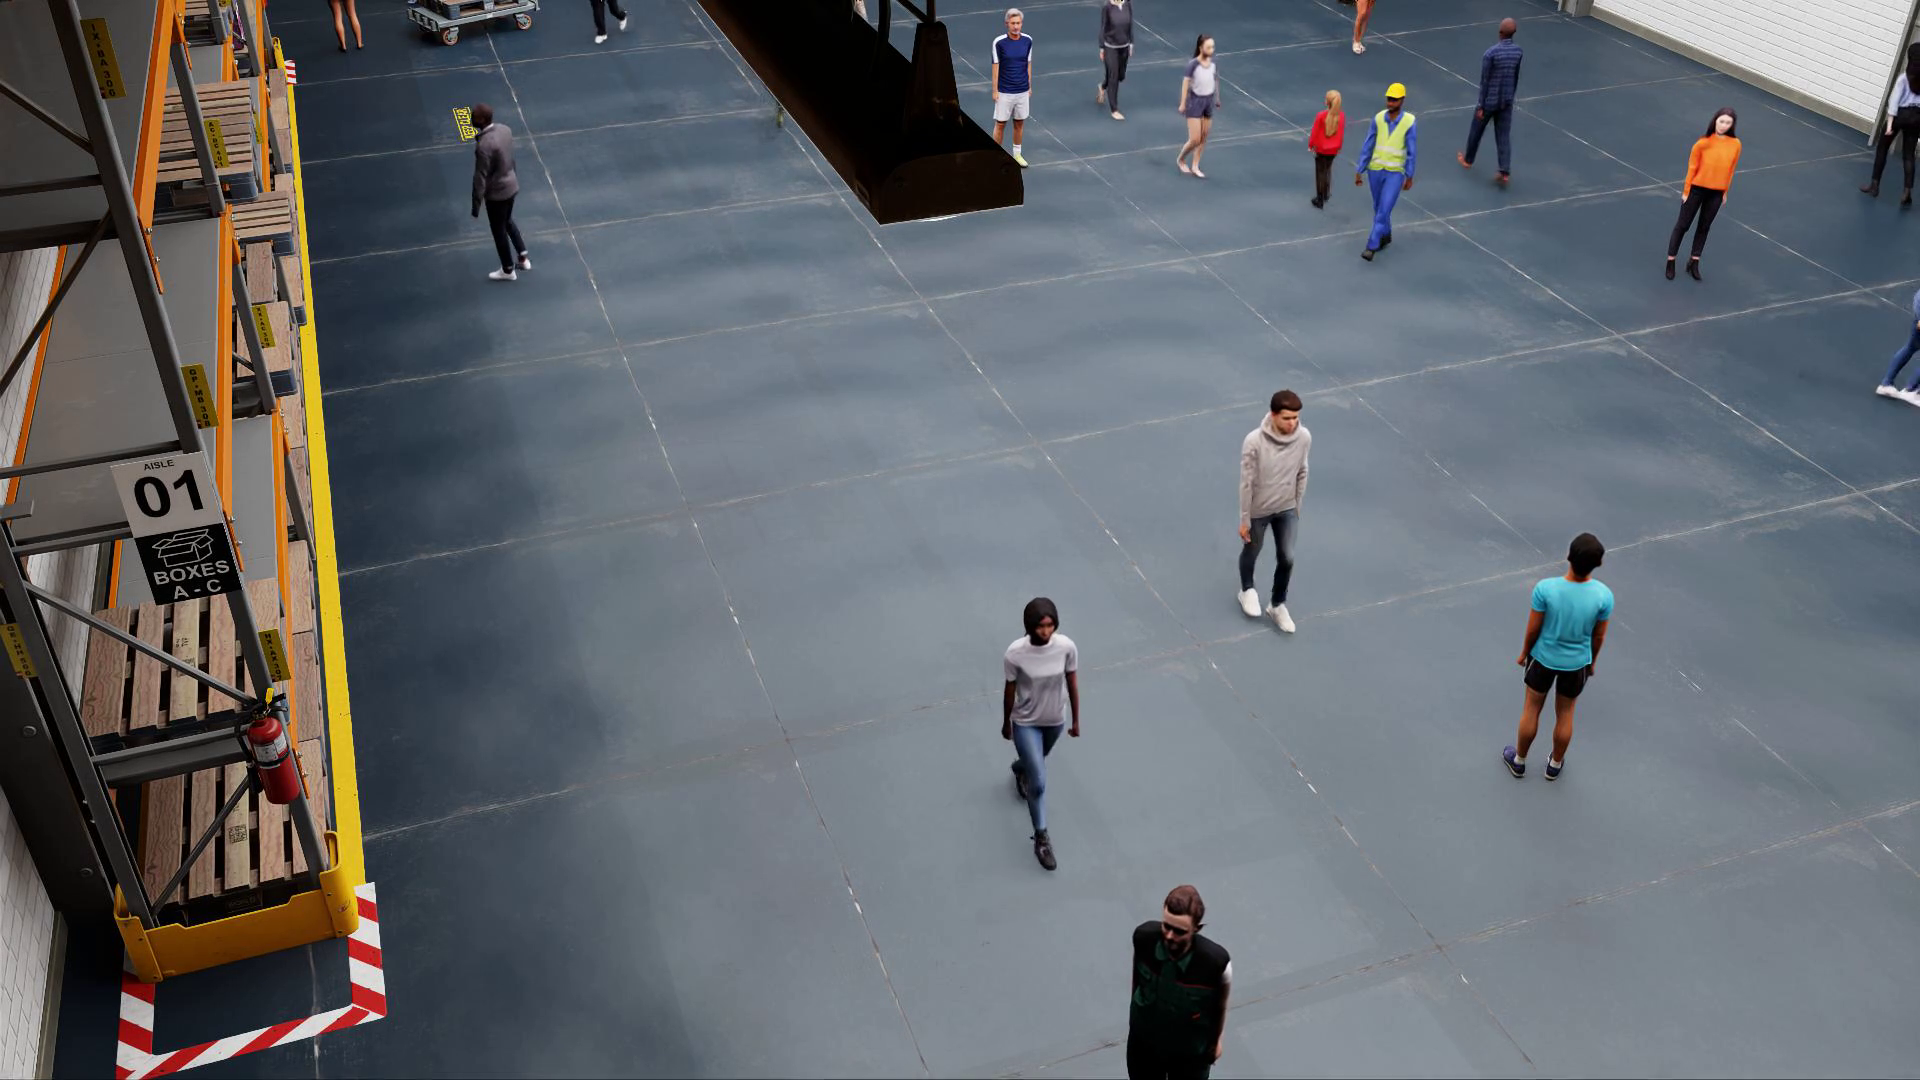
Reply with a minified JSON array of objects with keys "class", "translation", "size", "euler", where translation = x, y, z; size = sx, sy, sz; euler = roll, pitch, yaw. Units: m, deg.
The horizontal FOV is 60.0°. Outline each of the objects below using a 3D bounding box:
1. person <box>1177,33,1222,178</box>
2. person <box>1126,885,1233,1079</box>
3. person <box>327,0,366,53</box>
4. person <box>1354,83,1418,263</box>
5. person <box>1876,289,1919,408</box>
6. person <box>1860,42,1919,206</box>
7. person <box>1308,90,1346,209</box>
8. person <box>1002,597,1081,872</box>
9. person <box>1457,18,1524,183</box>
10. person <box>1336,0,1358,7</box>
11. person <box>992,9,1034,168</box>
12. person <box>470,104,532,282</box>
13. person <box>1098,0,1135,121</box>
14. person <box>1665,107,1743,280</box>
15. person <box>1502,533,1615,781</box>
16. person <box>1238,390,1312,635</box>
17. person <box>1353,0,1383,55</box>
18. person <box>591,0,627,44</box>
[{"class":"person","translation":[2.653,-4.918,18.792],"size":[0.680,1.637,0.670],"euler":[-22,39,-29]},{"class":"person","translation":[0.995,2.290,7.764],"size":[0.704,1.841,0.775],"euler":[16,37,23]},{"class":"person","translation":[-8.479,-7.516,22.662],"size":[0.574,1.679,0.563],"euler":[-13,36,-18]},{"class":"person","translation":[4.387,-3.769,16.935],"size":[1.153,1.778,1.122],"euler":[22,39,29]},{"class":"person","translation":[8.257,-2.000,14.335],"size":[0.839,1.709,0.782],"euler":[18,38,25]},{"class":"person","translation":[10.314,-4.501,18.089],"size":[0.764,1.720,0.901],"euler":[-3,34,-5]},{"class":"person","translation":[4.012,-4.235,18.097],"size":[0.511,1.269,0.549],"euler":[-9,35,-13]},{"class":"person","translation":[0.443,1.025,9.810],"size":[0.618,1.682,1.107],"euler":[-10,35,-14]},{"class":"person","translation":[6.051,-4.870,18.599],"size":[0.751,1.771,1.196],"euler":[-7,34,-11]},{"class":"person","translation":[5.811,-8.830,24.562],"size":[0.466,1.765,0.702],"euler":[26,42,34]},{"class":"person","translation":[0.592,-5.151,18.960],"size":[0.626,1.838,0.533],"euler":[-11,35,-15]},{"class":"person","translation":[-4.478,-3.414,16.371],"size":[0.943,1.812,0.835],"euler":[10,35,14]},{"class":"person","translation":[1.884,-6.118,20.537],"size":[0.711,1.705,1.018],"euler":[-17,37,-23]},{"class":"person","translation":[7.369,-3.441,16.468],"size":[0.695,1.749,0.683],"euler":[1,34,2]},{"class":"person","translation":[3.670,0.731,10.166],"size":[0.692,1.777,0.699],"euler":[7,34,10]},{"class":"person","translation":[2.124,-0.279,11.634],"size":[0.760,1.834,0.883],"euler":[-5,34,-7]},{"class":"person","translation":[5.528,-7.538,22.693],"size":[0.603,1.682,0.675],"euler":[-9,35,-13]},{"class":"person","translation":[-4.944,-7.806,23.106],"size":[0.928,1.670,1.009],"euler":[11,35,16]}]
